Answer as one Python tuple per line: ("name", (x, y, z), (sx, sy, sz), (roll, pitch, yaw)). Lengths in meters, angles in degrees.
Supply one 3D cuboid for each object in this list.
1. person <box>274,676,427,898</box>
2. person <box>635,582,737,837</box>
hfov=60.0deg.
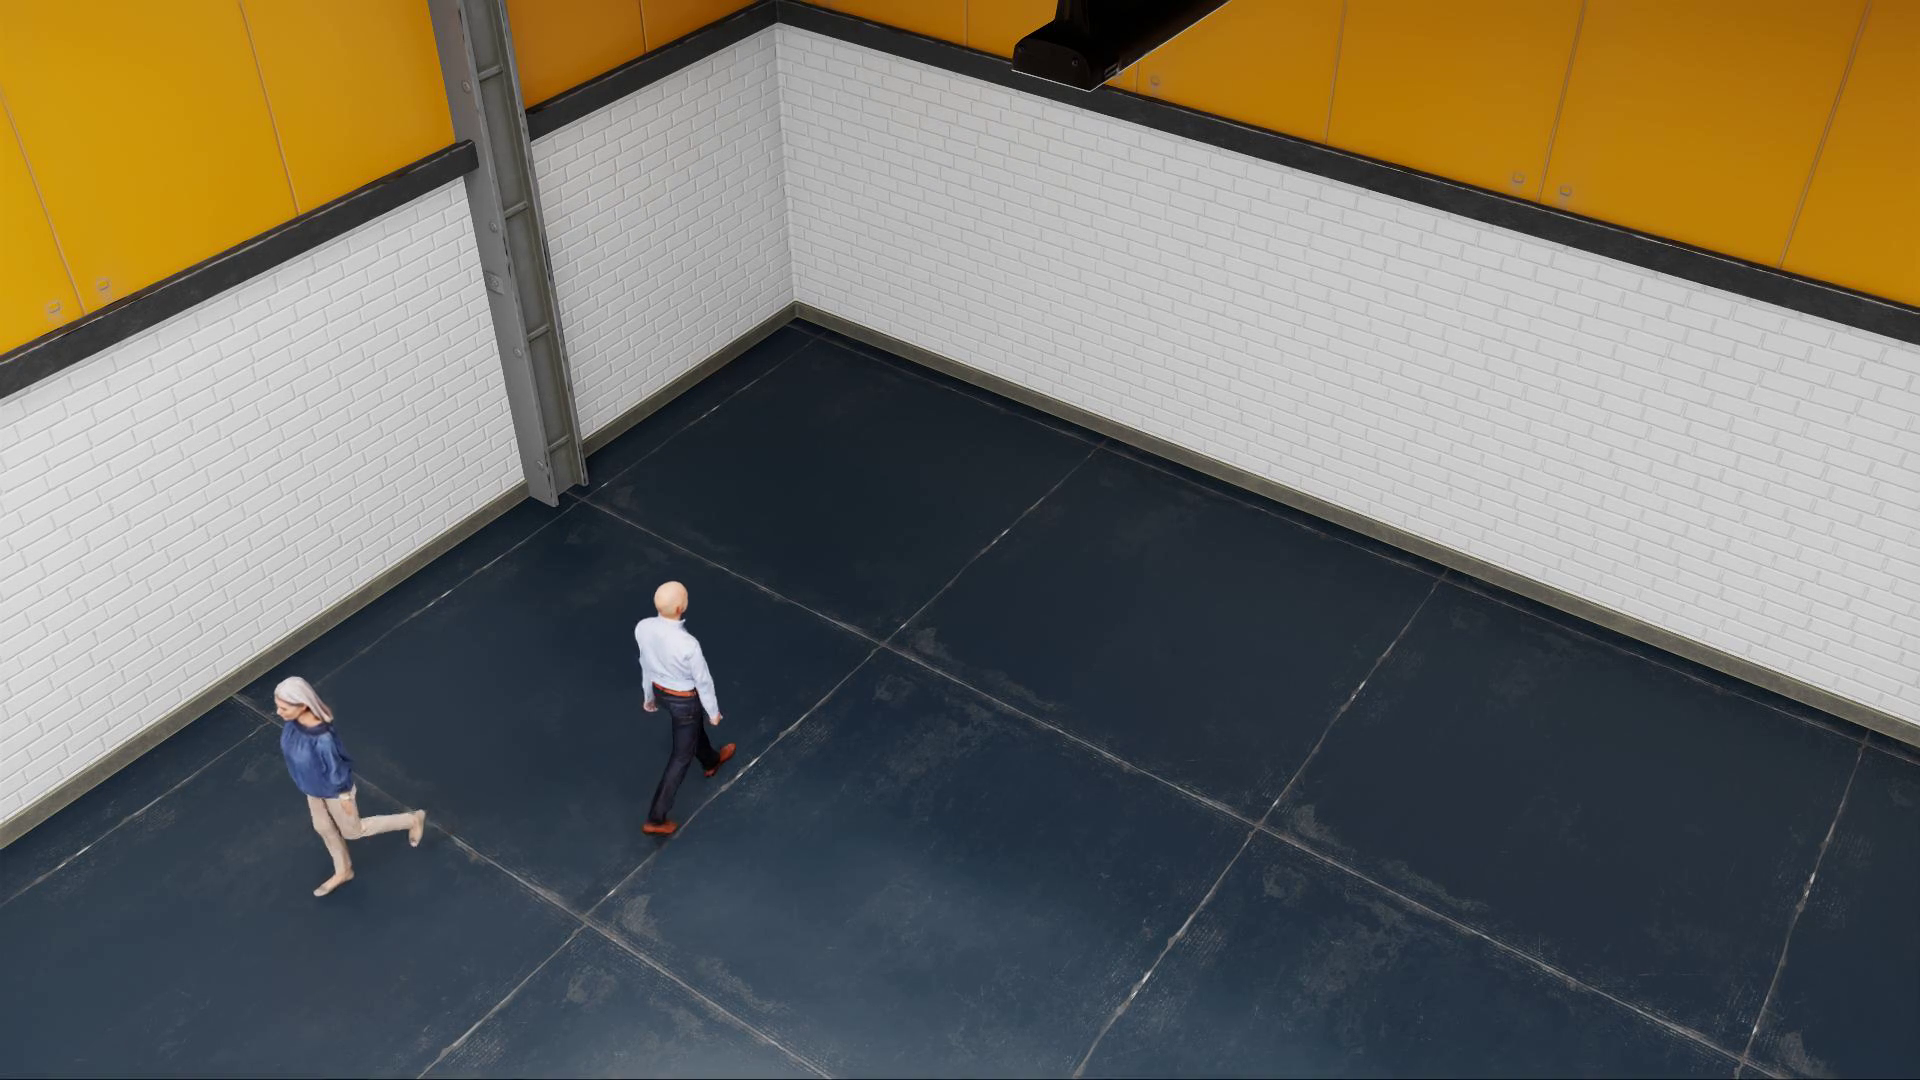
("person", (-3.621, 1.396, 9.785), (1.023, 1.679, 0.730), (-31, 48, -33))
("person", (-1.758, 1.040, 10.163), (0.693, 1.763, 1.226), (22, 43, 25))
